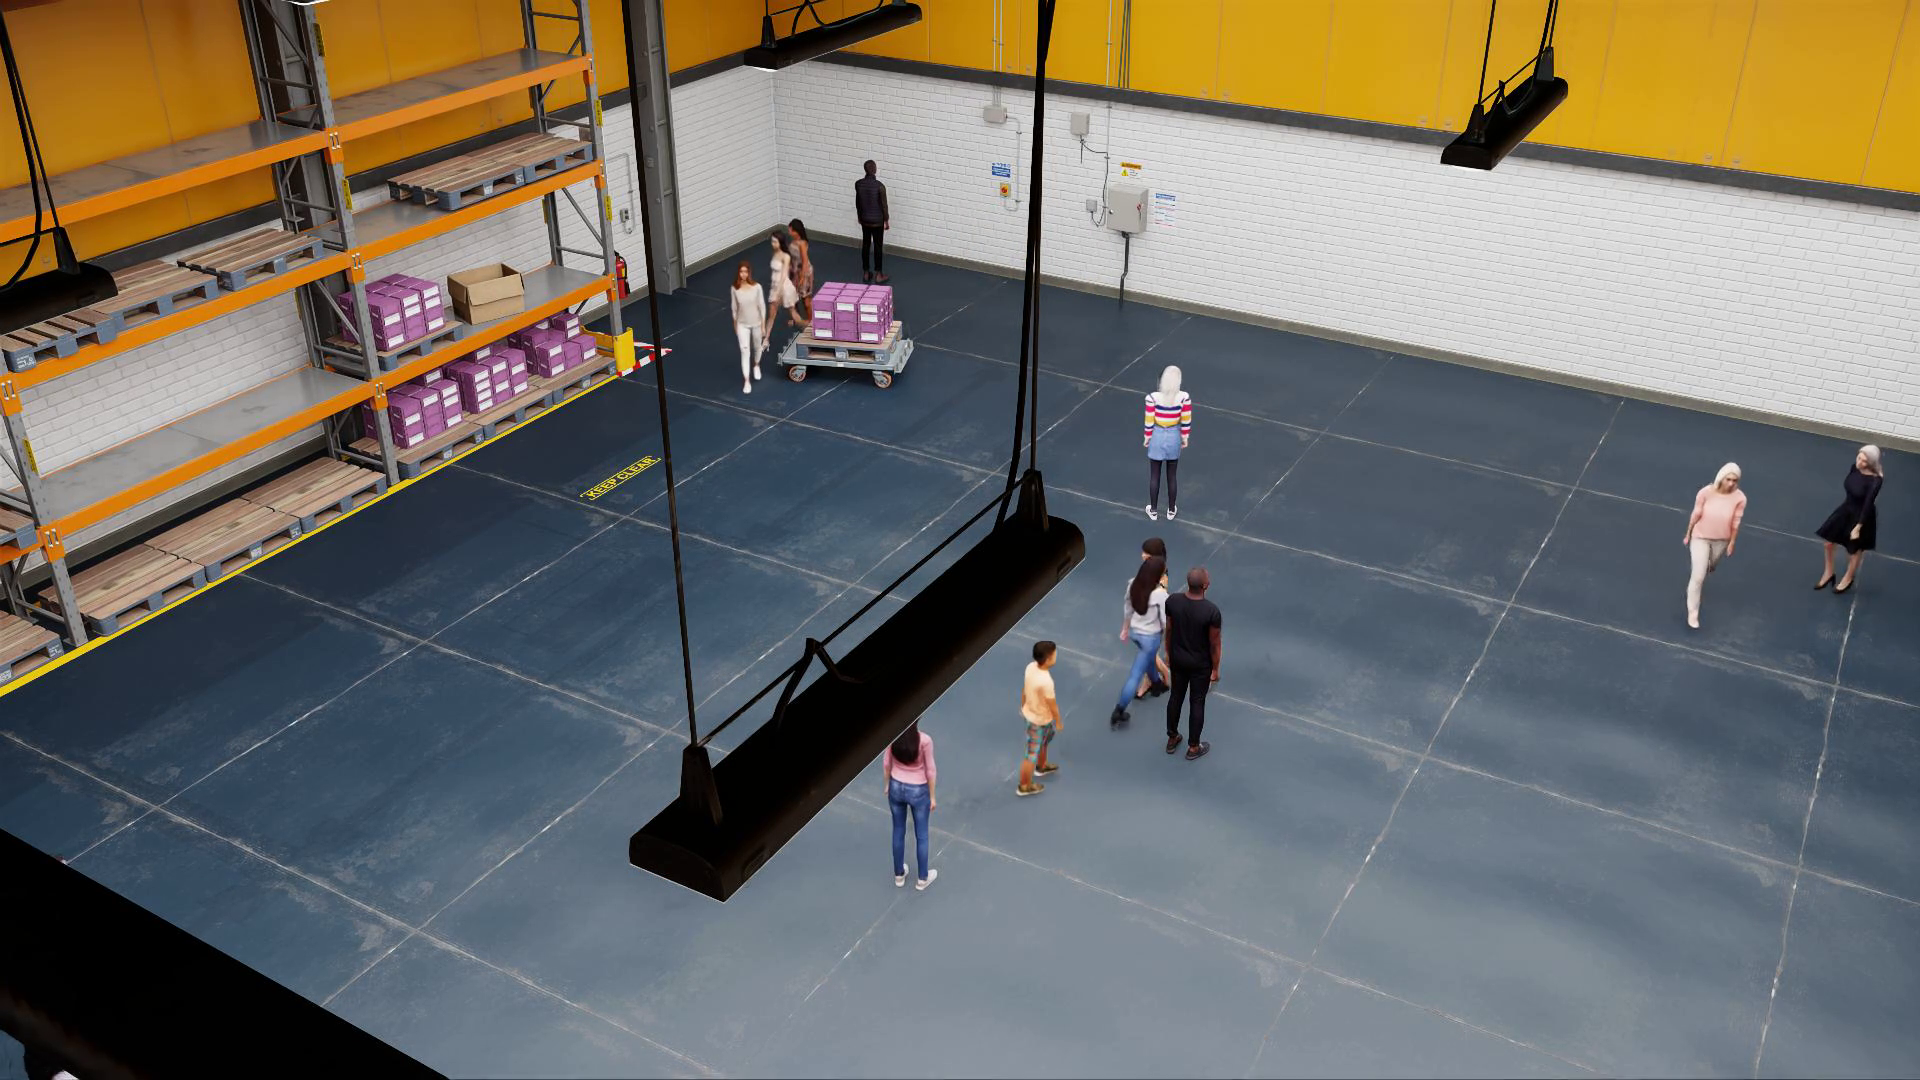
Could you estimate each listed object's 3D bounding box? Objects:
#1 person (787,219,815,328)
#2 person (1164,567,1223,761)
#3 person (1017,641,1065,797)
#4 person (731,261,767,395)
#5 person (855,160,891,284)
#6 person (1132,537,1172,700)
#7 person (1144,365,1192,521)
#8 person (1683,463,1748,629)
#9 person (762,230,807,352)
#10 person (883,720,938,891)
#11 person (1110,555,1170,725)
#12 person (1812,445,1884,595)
[{"bbox_3d":[-2.129,-3.705,23.060,0.840,1.613,0.805,-14,32,-25],"label":"person"},{"bbox_3d":[1.960,1.036,14.152,0.673,1.819,0.552,18,33,29],"label":"person"},{"bbox_3d":[0.576,1.484,13.719,0.818,1.448,0.736,-14,31,-23],"label":"person"},{"bbox_3d":[-2.673,-2.777,21.304,1.004,1.665,1.173,-3,29,-5],"label":"person"},{"bbox_3d":[-1.309,-4.753,24.748,0.685,1.836,0.549,15,32,25],"label":"person"},{"bbox_3d":[1.803,0.716,14.928,0.806,1.638,0.746,-8,30,-15],"label":"person"},{"bbox_3d":[2.224,-1.066,18.021,0.724,1.805,0.703,0,29,0],"label":"person"},{"bbox_3d":[7.329,-0.042,16.266,0.802,1.689,1.134,7,29,13],"label":"person"},{"bbox_3d":[-2.282,-3.314,22.267,1.095,1.686,0.822,-18,33,-29],"label":"person"},{"bbox_3d":[-0.392,1.901,12.647,0.597,1.742,0.554,10,30,17],"label":"person"},{"bbox_3d":[1.579,0.912,14.628,1.163,1.582,0.868,-22,35,-34],"label":"person"},{"bbox_3d":[8.921,-0.192,16.511,0.891,1.716,0.830,-5,29,-10],"label":"person"}]
